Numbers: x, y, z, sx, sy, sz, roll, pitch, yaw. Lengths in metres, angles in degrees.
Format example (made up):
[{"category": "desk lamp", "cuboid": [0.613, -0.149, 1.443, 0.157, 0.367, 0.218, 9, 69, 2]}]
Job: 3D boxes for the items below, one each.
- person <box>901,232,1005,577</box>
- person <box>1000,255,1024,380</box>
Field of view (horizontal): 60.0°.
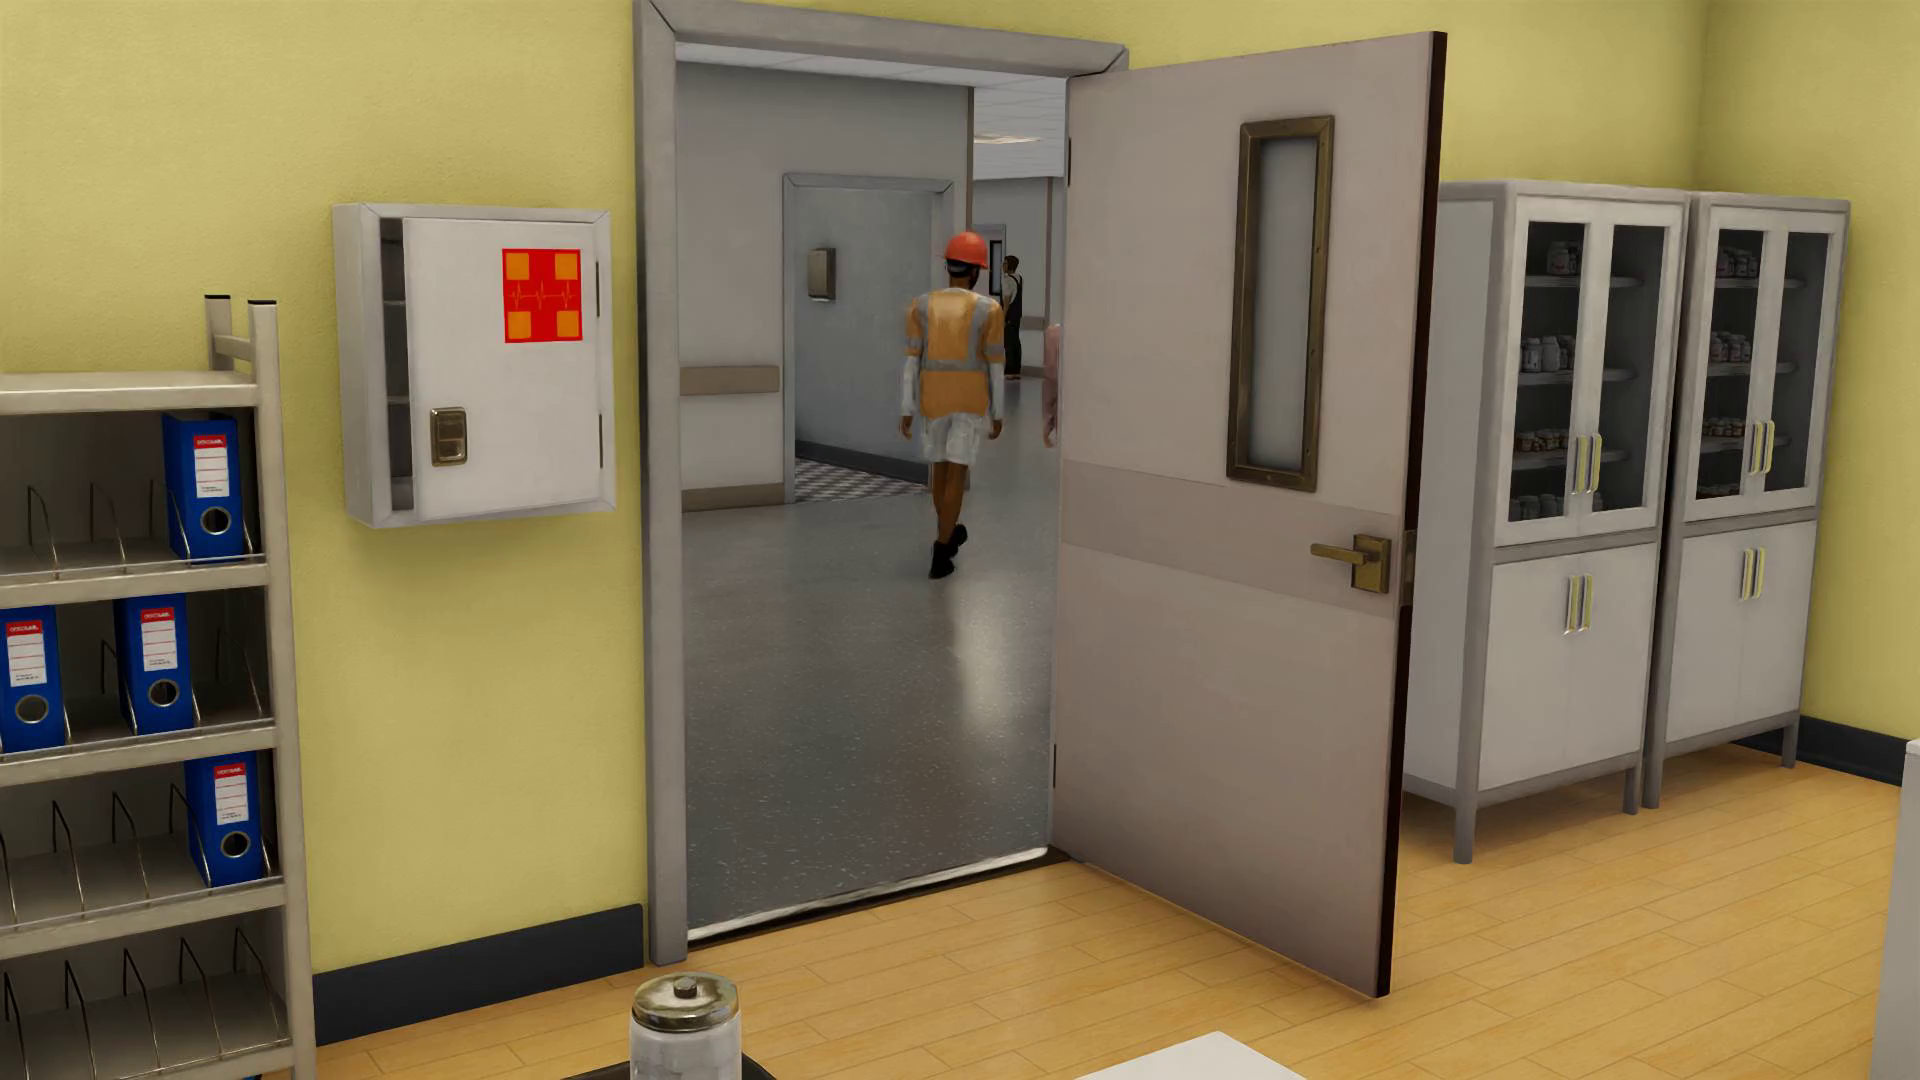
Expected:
[{"category": "person", "cuboid": [0.007, -0.773, 9.426, 0.559, 1.890, 0.934, 4, 10, 16]}, {"category": "person", "cuboid": [0.747, -3.294, 24.687, 0.338, 1.845, 0.514, 7, 11, 31]}]
